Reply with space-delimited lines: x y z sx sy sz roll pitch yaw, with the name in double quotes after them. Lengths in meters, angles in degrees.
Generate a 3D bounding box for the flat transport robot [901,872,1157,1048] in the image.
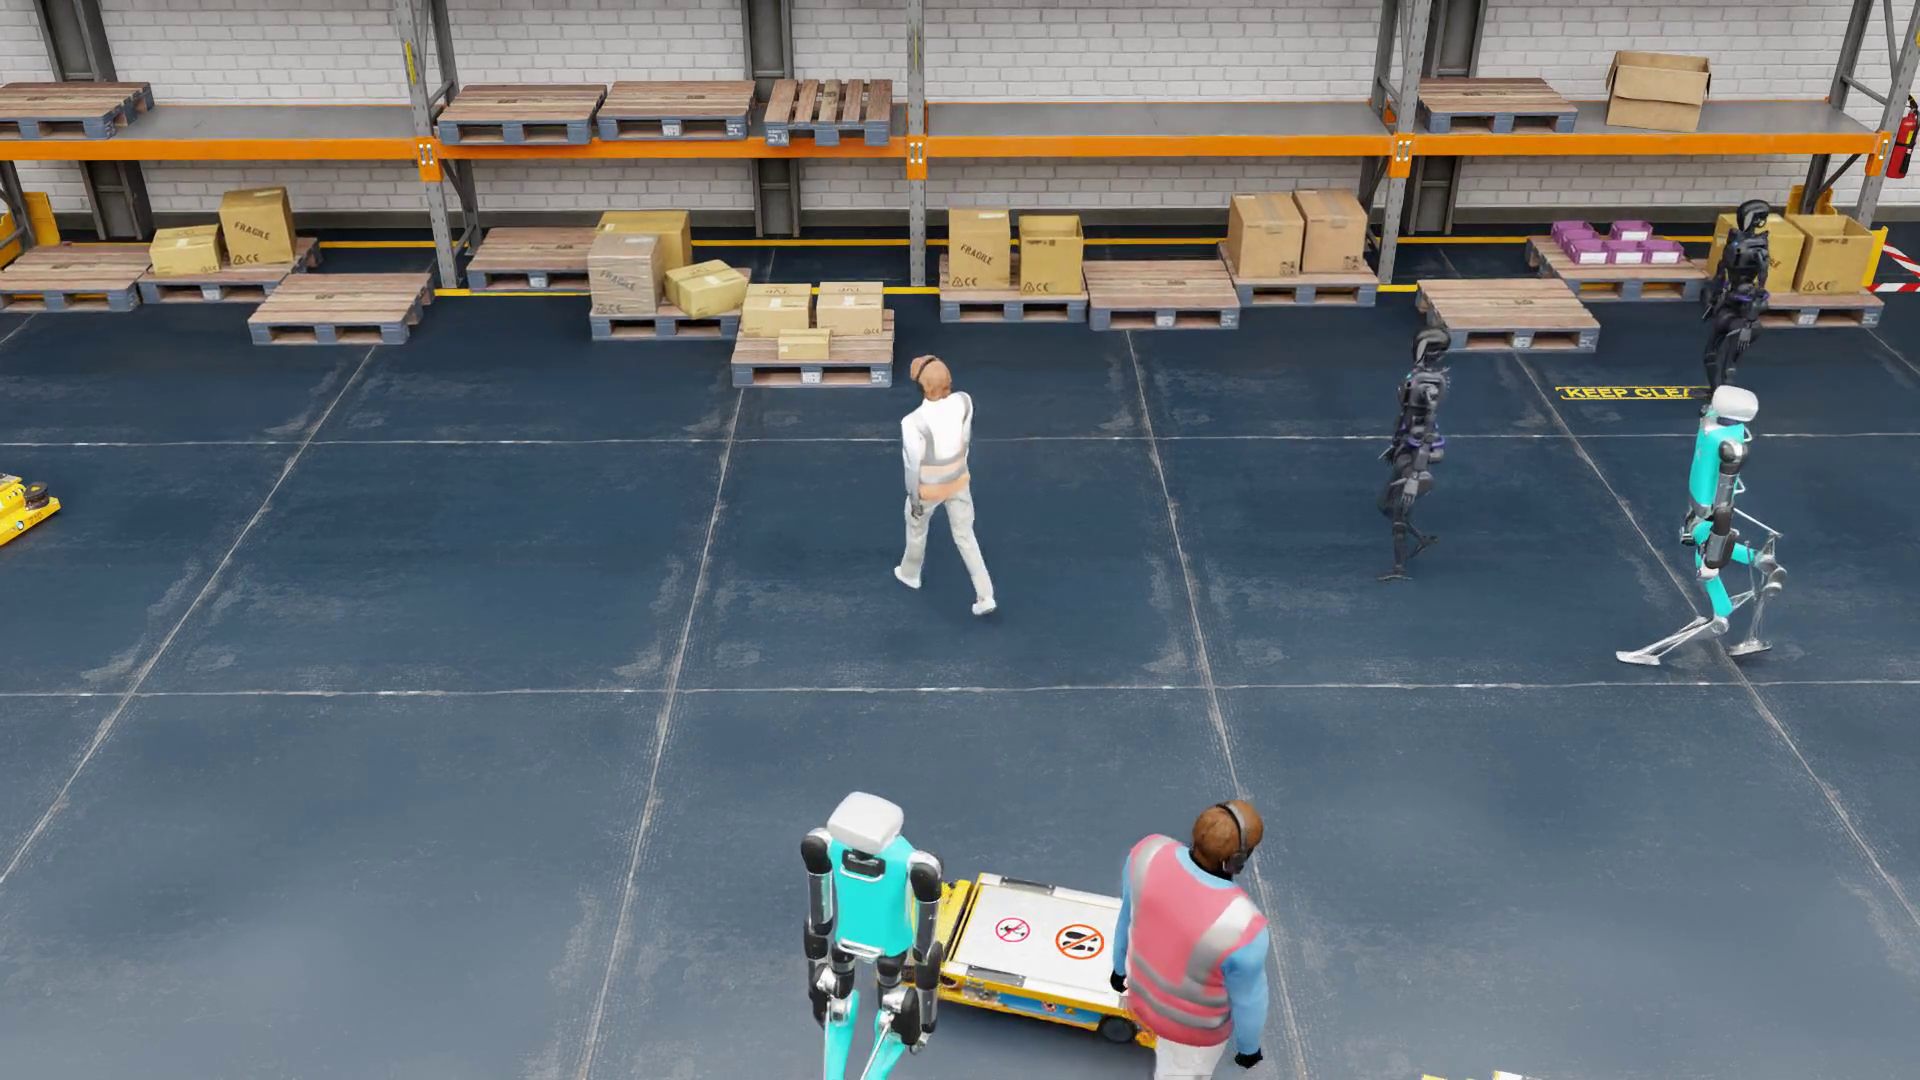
0.443 1.843 7.343 1.431 0.231 0.659 8 32 13 "flat transport robot"

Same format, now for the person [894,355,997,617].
-0.095 -0.310 9.628 0.521 1.600 0.831 -20 36 -30 "person"

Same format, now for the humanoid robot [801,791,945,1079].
-0.397 1.818 5.991 0.540 1.818 0.778 11 33 18 "humanoid robot"

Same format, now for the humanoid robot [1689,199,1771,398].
5.510 -1.625 11.762 0.399 1.640 0.600 -5 31 -8 "humanoid robot"

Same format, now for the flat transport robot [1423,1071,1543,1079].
2.490 2.441 6.348 1.431 0.231 0.659 8 32 14 "flat transport robot"

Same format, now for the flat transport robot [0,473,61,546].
-6.674 -0.233 10.798 1.431 0.231 0.659 10 32 16 "flat transport robot"

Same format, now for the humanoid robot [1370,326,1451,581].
2.722 -0.485 9.855 0.422 1.648 0.602 1 31 2 "humanoid robot"

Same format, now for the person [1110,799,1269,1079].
0.878 1.676 6.115 0.610 1.816 0.642 -19 36 -28 "person"

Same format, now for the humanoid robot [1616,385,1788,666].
4.260 0.005 9.036 1.041 1.777 0.548 3 31 6 "humanoid robot"
